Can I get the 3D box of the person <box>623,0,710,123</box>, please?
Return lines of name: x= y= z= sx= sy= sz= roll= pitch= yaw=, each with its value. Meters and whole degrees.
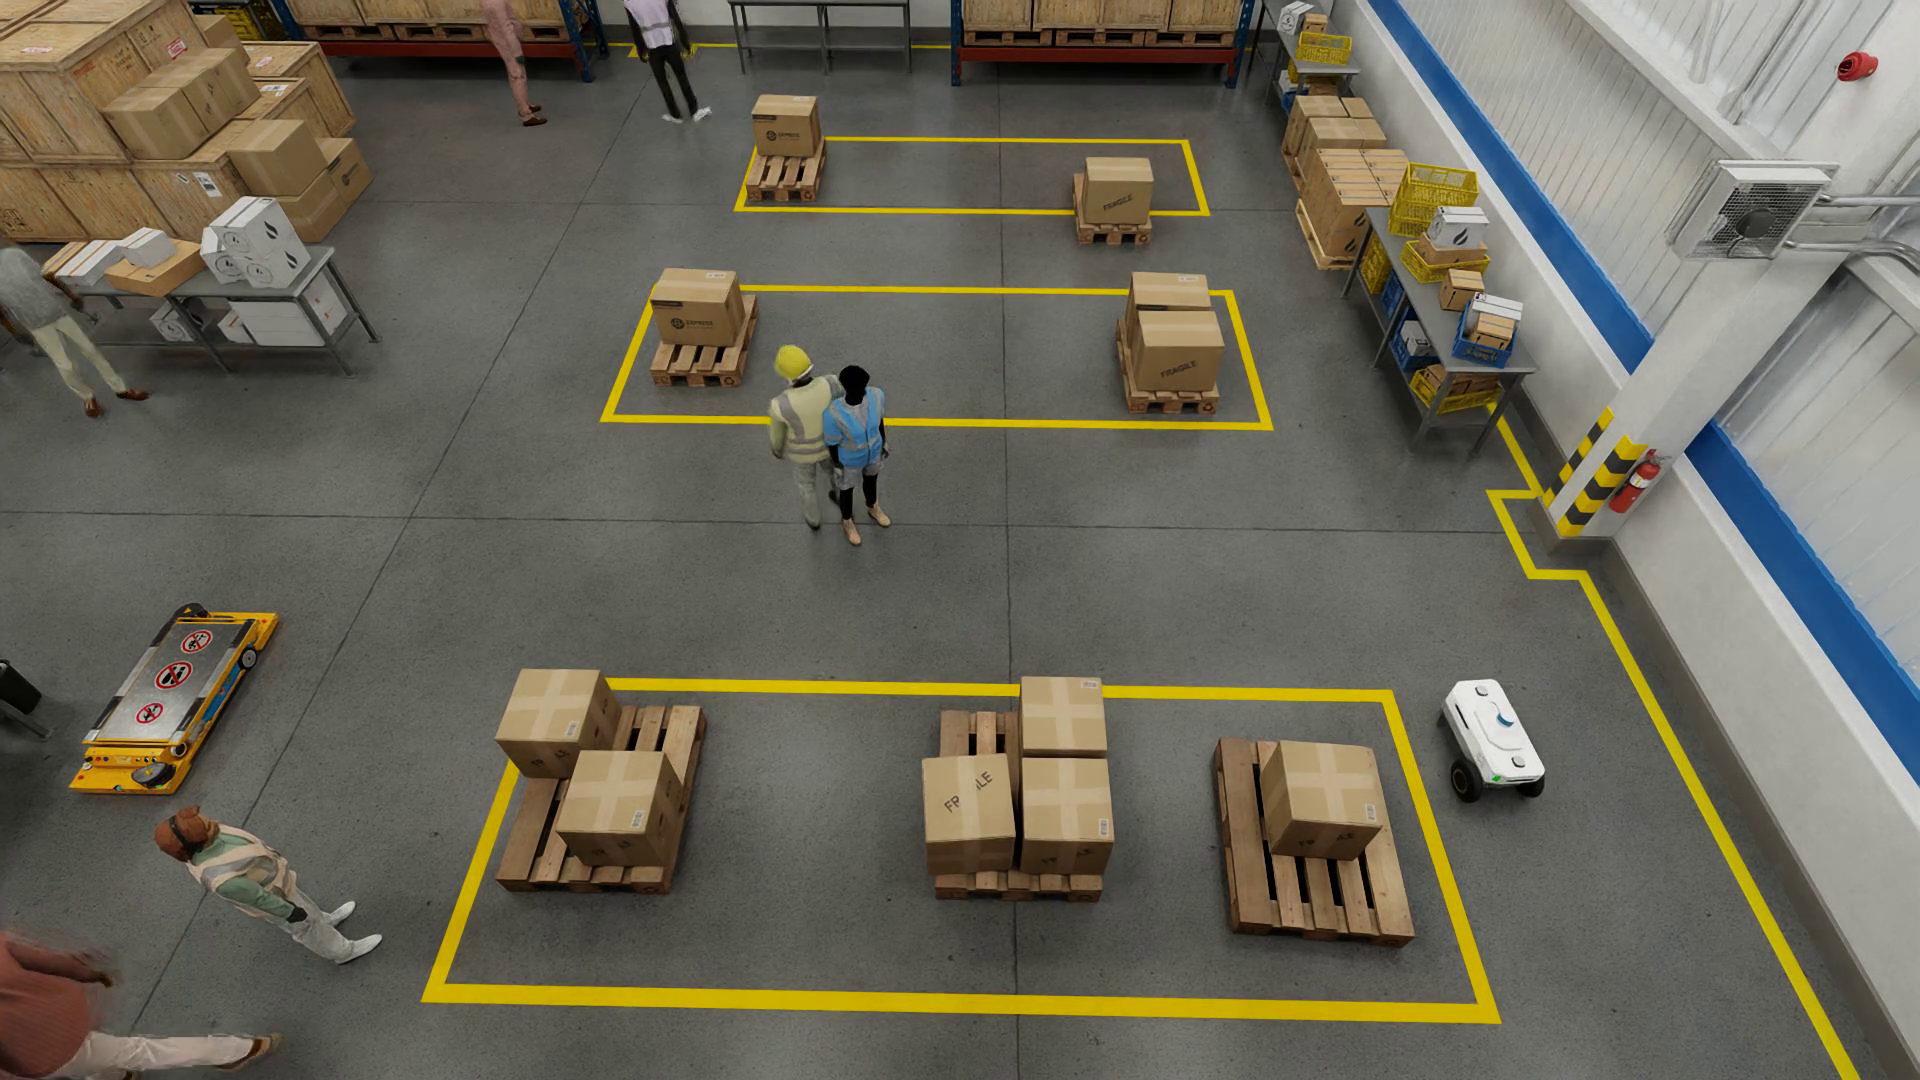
person: x=-3.739 y=-6.273 z=11.617 sx=0.748 sy=1.873 sz=0.423 roll=-19 pitch=52 yaw=-16

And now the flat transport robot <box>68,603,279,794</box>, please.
flat transport robot: x=-5.504 y=1.072 z=6.442 sx=0.652 sy=0.197 sz=1.431 roll=1 pitch=50 yaw=1

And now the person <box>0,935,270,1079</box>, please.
person: x=-4.262 y=2.311 z=4.307 sx=1.009 sy=1.950 sz=0.630 roll=-17 pitch=52 yaw=-14

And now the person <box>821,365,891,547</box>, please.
person: x=-0.767 y=-0.658 z=6.981 sx=0.534 sy=1.691 sz=0.322 roll=-31 pitch=56 yaw=-23

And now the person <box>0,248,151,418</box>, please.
person: x=-7.902 y=-1.890 z=7.934 sx=0.412 sy=1.840 sz=0.613 roll=22 pitch=53 yaw=18

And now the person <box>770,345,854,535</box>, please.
person: x=-1.123 y=-0.746 z=6.971 sx=0.610 sy=1.826 sz=0.407 roll=-30 pitch=56 yaw=-23

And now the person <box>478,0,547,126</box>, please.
person: x=-5.704 y=-6.285 z=11.620 sx=0.428 sy=1.889 sz=0.634 roll=-26 pitch=54 yaw=-20

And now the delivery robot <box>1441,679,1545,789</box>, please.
delivery robot: x=3.503 y=1.270 z=6.030 sx=0.477 sy=0.478 sz=0.707 roll=-4 pitch=50 yaw=-3

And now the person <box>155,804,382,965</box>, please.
person: x=-3.687 y=1.852 z=4.890 sx=0.525 sy=1.639 sz=0.307 roll=33 pitch=57 yaw=24
